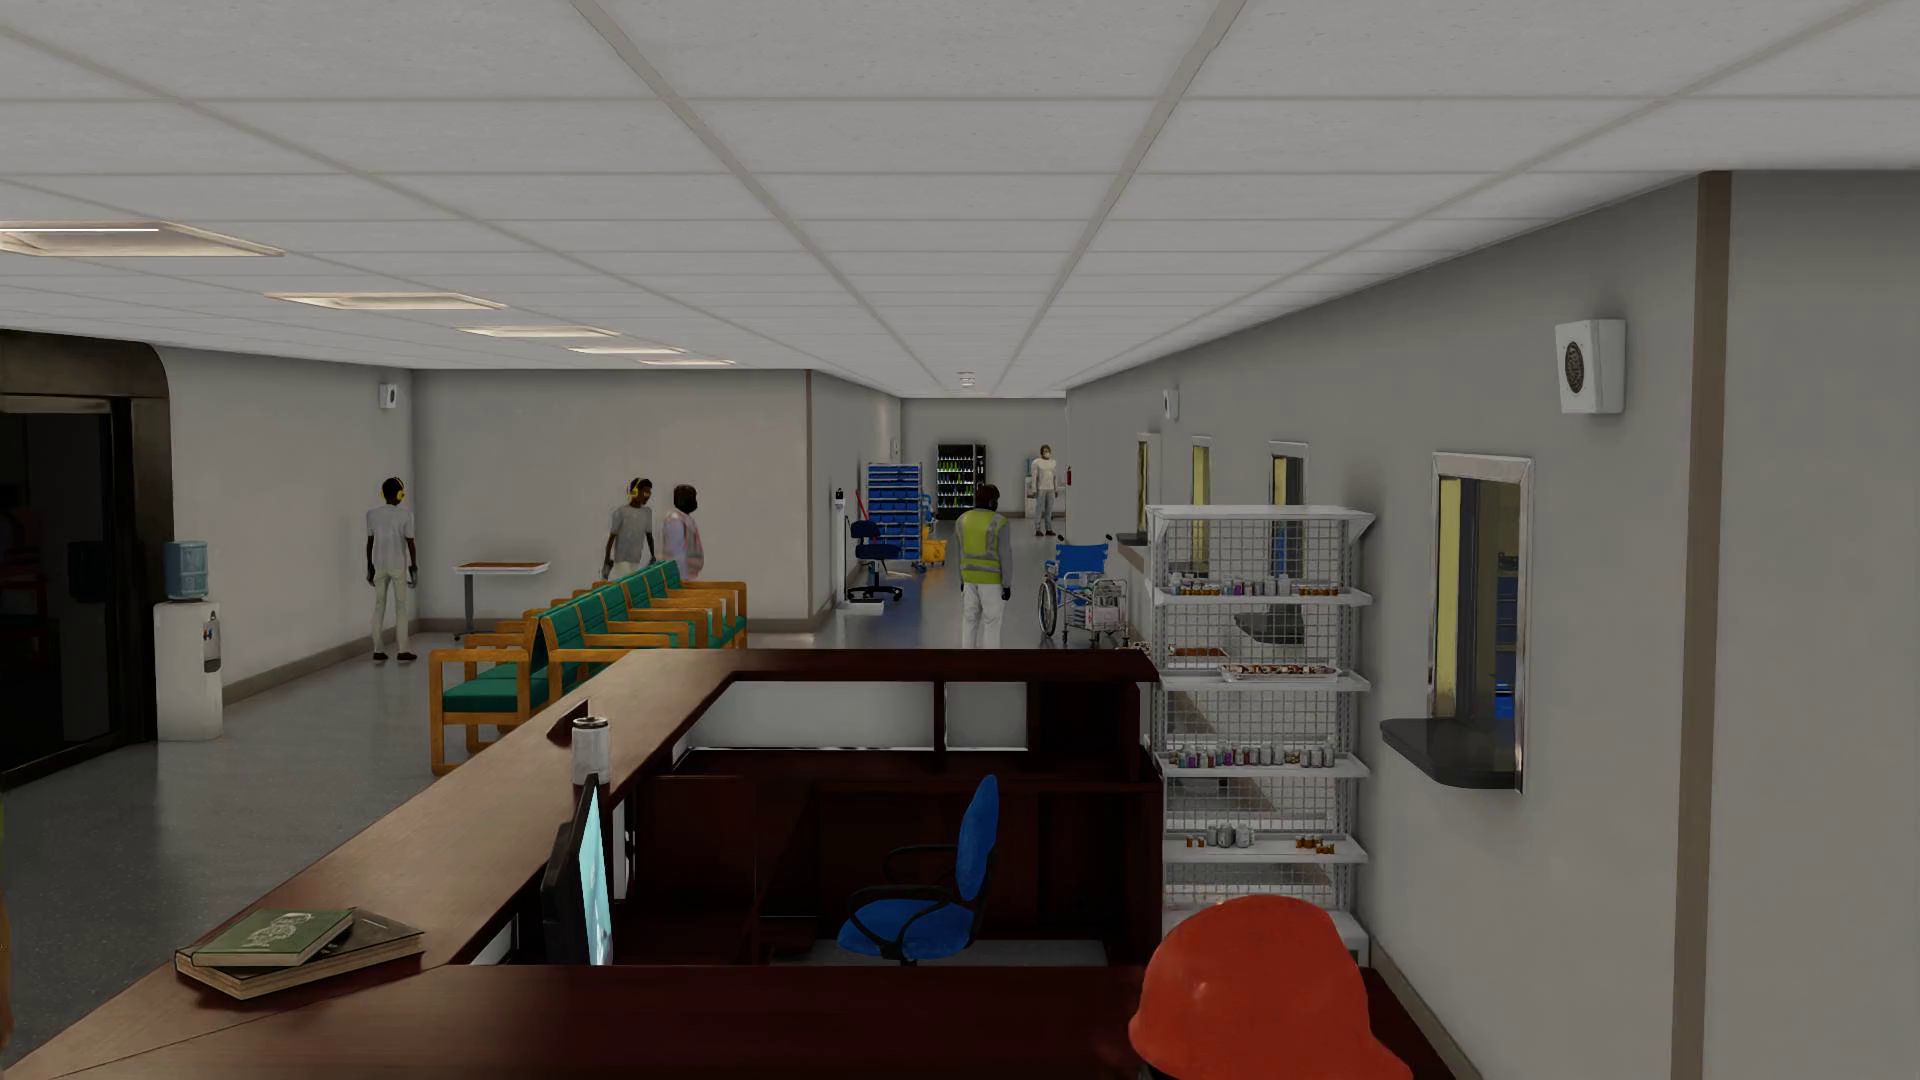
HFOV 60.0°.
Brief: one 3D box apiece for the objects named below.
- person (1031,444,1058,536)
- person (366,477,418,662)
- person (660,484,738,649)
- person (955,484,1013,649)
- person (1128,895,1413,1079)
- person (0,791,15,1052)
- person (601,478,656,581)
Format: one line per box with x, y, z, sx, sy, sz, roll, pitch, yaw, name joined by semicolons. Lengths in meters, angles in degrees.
1.792;-1.044;35.034;0.635;1.939;0.362;-2;5;-30;person
-5.729;0.300;16.762;0.519;1.861;0.349;0;4;3;person
-2.700;0.339;16.699;0.964;1.783;0.634;0;4;0;person
0.245;0.388;15.719;0.619;1.836;0.430;3;5;36;person
0.383;1.340;1.858;0.949;1.891;0.575;0;4;3;person
-2.790;1.223;4.307;0.567;1.783;1.005;-2;4;-23;person
-3.478;0.256;17.627;0.918;1.820;0.544;3;5;35;person
